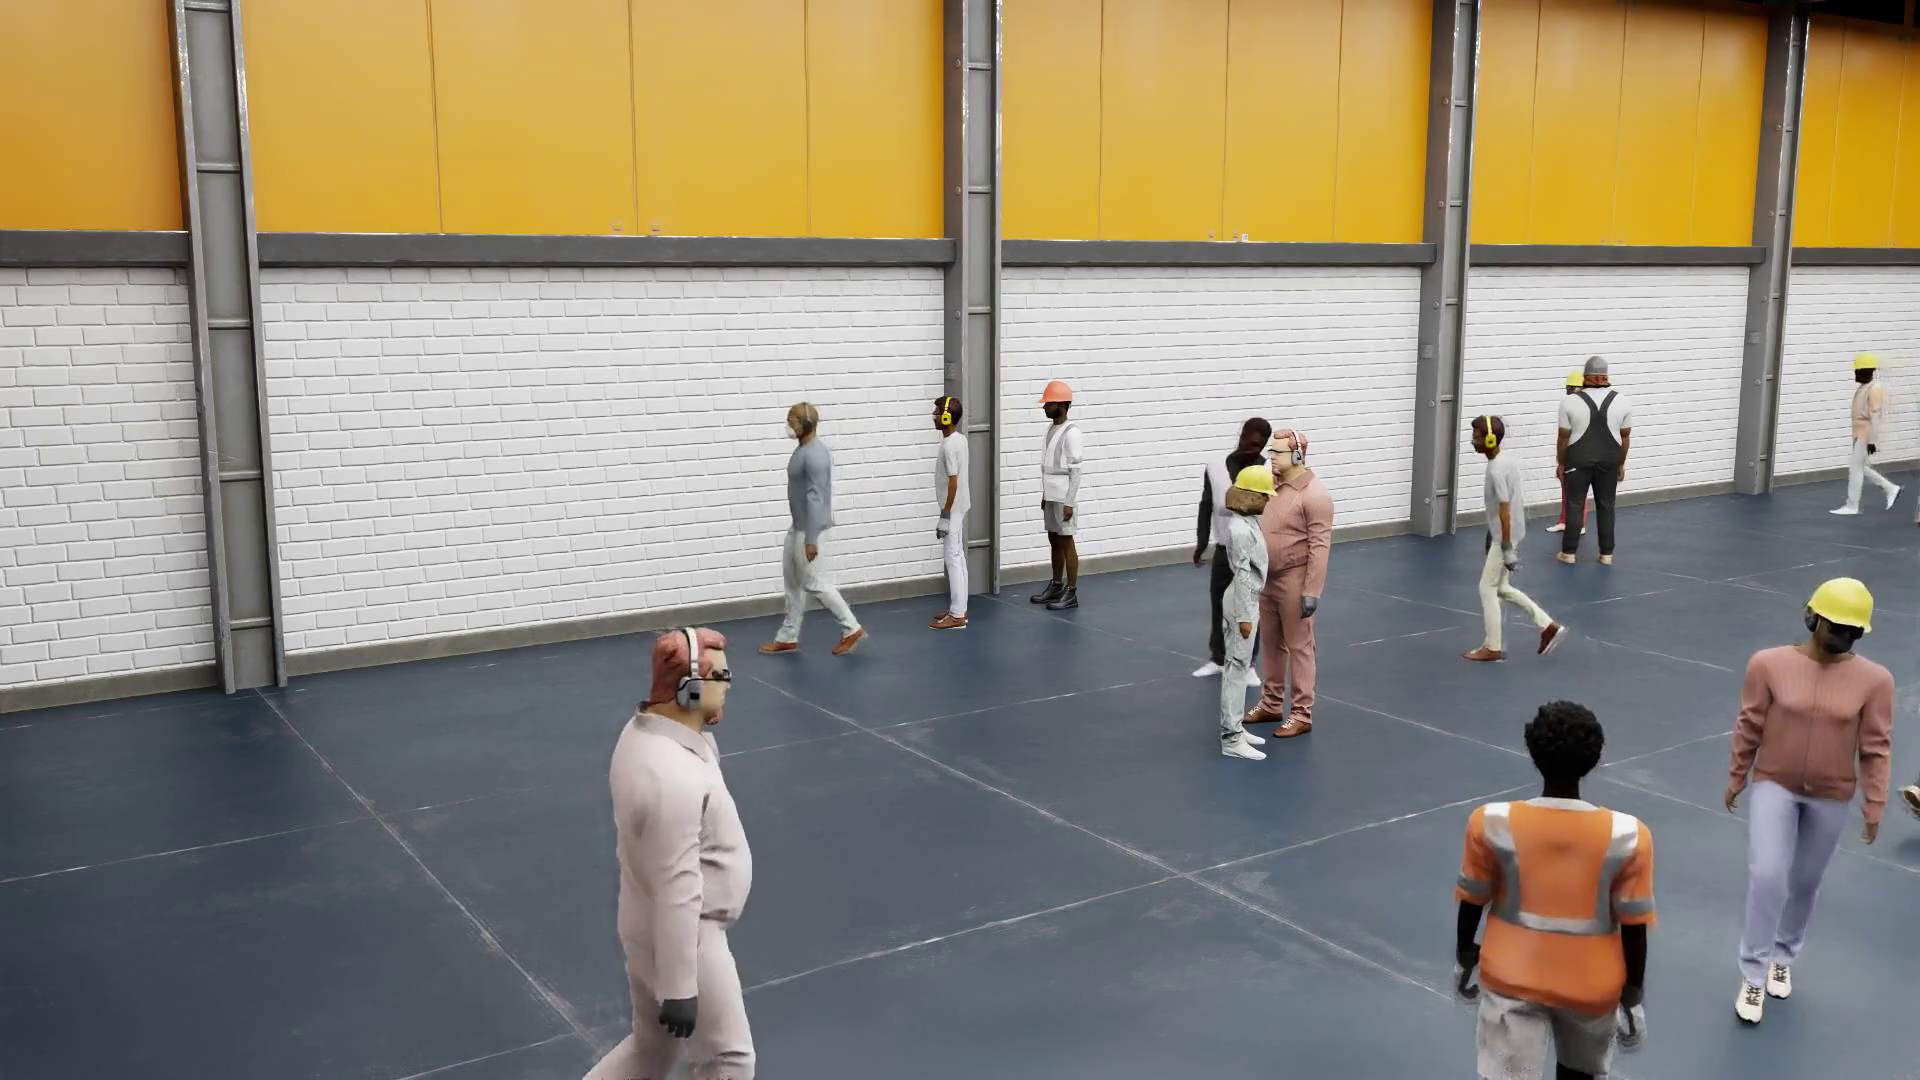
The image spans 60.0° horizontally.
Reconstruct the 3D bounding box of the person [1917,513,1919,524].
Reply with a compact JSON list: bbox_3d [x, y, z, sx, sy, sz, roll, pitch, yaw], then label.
[{"bbox_3d":[11.049,-1.031,18.501,0.988,1.789,0.641,-5,11,-28],"label":"person"}]

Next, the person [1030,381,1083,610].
[{"bbox_3d":[0.826,-0.377,14.085,0.361,1.939,0.542,-4,10,-22],"label":"person"}]

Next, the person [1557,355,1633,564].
[{"bbox_3d":[6.163,-0.787,16.251,0.686,2.000,0.537,1,10,9],"label":"person"}]

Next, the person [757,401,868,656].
[{"bbox_3d":[-1.102,-0.076,12.361,0.708,1.933,0.643,-2,10,-13],"label":"person"}]

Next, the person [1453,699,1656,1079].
[{"bbox_3d":[1.734,1.280,4.918,0.546,1.651,0.866,3,10,15],"label":"person"}]

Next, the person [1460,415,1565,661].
[{"bbox_3d":[4.028,0.006,12.113,0.666,1.831,0.528,4,10,24],"label":"person"}]

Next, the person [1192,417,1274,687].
[{"bbox_3d":[1.956,0.071,11.593,0.658,1.882,0.380,7,11,34],"label":"person"}]

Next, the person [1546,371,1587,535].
[{"bbox_3d":[6.601,-0.930,17.929,0.304,1.772,0.529,-3,10,-15],"label":"person"}]

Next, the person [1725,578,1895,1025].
[{"bbox_3d":[3.261,0.997,6.396,0.549,1.728,0.731,4,10,21],"label":"person"}]

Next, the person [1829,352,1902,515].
[{"bbox_3d":[10.594,-1.226,19.327,0.706,1.908,0.591,2,10,13],"label":"person"}]

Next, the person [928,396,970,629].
[{"bbox_3d":[-0.088,-0.219,13.334,0.327,1.874,0.520,2,10,10],"label":"person"}]

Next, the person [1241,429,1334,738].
[{"bbox_3d":[2.007,0.263,10.326,0.407,1.909,0.638,-4,10,-25],"label":"person"}]

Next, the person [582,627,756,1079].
[{"bbox_3d":[-0.908,1.180,4.925,0.824,1.875,0.645,-3,10,-18],"label":"person"}]

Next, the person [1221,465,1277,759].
[{"bbox_3d":[1.712,0.419,9.897,0.305,1.738,0.484,2,10,11],"label":"person"}]

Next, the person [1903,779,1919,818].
[{"bbox_3d":[5.120,0.581,8.280,0.502,1.945,0.626,-1,10,-9],"label":"person"}]
